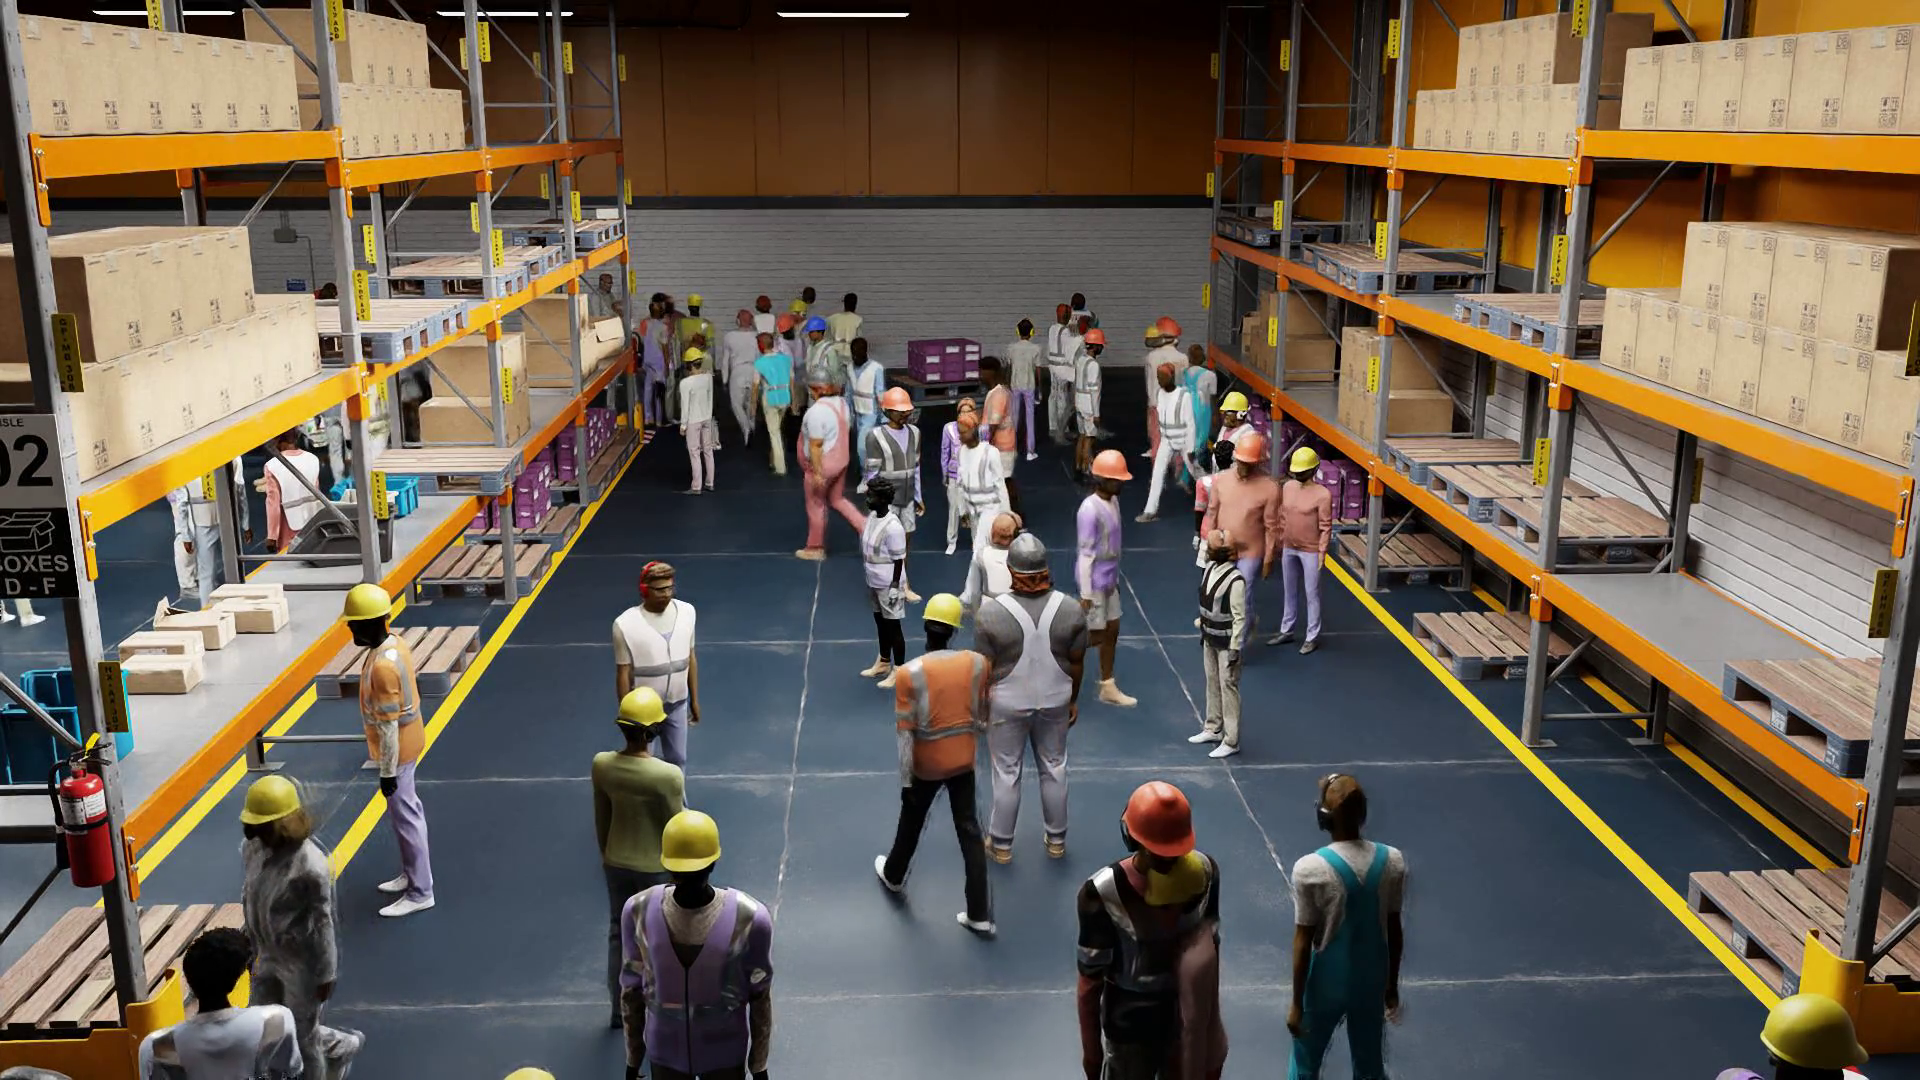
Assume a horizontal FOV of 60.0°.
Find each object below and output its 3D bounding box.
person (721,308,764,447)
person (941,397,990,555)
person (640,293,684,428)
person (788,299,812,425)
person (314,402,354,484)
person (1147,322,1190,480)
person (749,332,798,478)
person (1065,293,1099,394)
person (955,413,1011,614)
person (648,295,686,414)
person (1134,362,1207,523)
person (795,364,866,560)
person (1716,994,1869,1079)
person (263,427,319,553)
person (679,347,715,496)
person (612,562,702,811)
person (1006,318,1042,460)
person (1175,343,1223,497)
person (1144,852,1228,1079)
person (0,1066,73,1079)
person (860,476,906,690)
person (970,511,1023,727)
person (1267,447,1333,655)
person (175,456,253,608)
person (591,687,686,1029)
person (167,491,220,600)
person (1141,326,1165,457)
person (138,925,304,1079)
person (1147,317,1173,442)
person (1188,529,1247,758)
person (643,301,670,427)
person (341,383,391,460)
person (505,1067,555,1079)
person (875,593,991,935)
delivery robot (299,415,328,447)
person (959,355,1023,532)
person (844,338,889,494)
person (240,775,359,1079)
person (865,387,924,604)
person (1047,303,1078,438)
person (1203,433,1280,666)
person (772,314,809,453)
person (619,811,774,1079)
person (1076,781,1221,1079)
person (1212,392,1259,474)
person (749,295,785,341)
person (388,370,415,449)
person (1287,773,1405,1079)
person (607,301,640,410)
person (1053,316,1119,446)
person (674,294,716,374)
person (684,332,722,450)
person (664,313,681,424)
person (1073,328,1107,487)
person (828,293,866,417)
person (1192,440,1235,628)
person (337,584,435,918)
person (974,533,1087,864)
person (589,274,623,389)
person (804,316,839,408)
[{"bbox_3d":[-2.925,-2.207,22.684,0.657,1.887,0.753,-7,16,-25],"label":"person"},{"bbox_3d":[0.056,-0.653,17.090,0.512,1.637,0.307,0,14,0],"label":"person"},{"bbox_3d":[-4.253,-2.601,24.132,0.640,1.936,0.814,-11,18,-36],"label":"person"},{"bbox_3d":[-2.357,-2.608,24.370,0.404,1.833,0.587,-13,19,-42],"label":"person"},{"bbox_3d":[-7.354,-1.476,19.765,0.645,1.909,0.825,-3,15,-12],"label":"person"},{"bbox_3d":[2.623,-1.718,20.601,0.628,1.965,0.740,10,17,33],"label":"person"},{"bbox_3d":[-2.382,-1.689,20.803,0.700,1.810,0.596,13,19,42],"label":"person"},{"bbox_3d":[1.774,-2.807,25.135,0.627,1.844,0.429,-5,15,-19],"label":"person"},{"bbox_3d":[0.137,-0.250,15.130,0.905,1.829,0.600,-10,17,-34],"label":"person"},{"bbox_3d":[-4.402,-2.780,25.059,0.685,1.834,0.435,-5,15,-20],"label":"person"},{"bbox_3d":[2.479,-1.120,18.626,1.139,1.806,0.600,-11,18,-37],"label":"person"},{"bbox_3d":[-1.280,-0.785,16.798,0.784,2.000,0.696,7,16,25],"label":"person"},{"bbox_3d":[2.470,2.263,5.063,0.363,1.928,0.587,-3,15,-10],"label":"person"},{"bbox_3d":[-5.765,-0.111,14.435,0.416,1.907,0.592,5,15,18],"label":"person"},{"bbox_3d":[-3.142,-1.408,19.796,0.313,1.769,0.525,9,17,32],"label":"person"},{"bbox_3d":[-1.858,1.009,10.182,0.562,1.836,0.388,-13,19,-42],"label":"person"},{"bbox_3d":[0.836,-1.974,21.841,0.502,1.861,0.328,3,15,11],"label":"person"},{"bbox_3d":[2.807,-1.430,19.842,0.559,1.808,0.905,12,19,39],"label":"person"},{"bbox_3d":[0.858,1.990,6.496,0.390,1.748,0.566,0,14,-1],"label":"person"},{"bbox_3d":[-2.425,2.347,4.506,0.539,2.000,0.688,0,14,0],"label":"person"},{"bbox_3d":[-0.604,0.330,13.108,0.317,1.695,0.540,-7,16,-26],"label":"person"},{"bbox_3d":[0.330,0.602,12.158,0.523,1.638,0.310,5,15,18],"label":"person"},{"bbox_3d":[2.864,0.081,13.961,0.323,1.764,0.524,-12,19,-39],"label":"person"},{"bbox_3d":[-6.463,-0.113,14.435,0.592,1.909,0.404,-14,20,-43],"label":"person"},{"bbox_3d":[-1.541,1.568,8.130,0.529,1.759,0.342,6,16,23],"label":"person"},{"bbox_3d":[-7.211,-0.422,15.564,0.406,1.942,0.614,-2,14,-9],"label":"person"},{"bbox_3d":[2.571,-1.969,22.065,0.335,1.737,0.487,5,15,19],"label":"person"},{"bbox_3d":[-2.623,2.163,5.974,0.541,1.664,0.639,-7,16,-24],"label":"person"},{"bbox_3d":[2.793,-2.222,23.031,0.337,1.743,0.563,8,17,30],"label":"person"},{"bbox_3d":[1.836,0.718,11.707,0.309,1.636,0.522,-5,15,-18],"label":"person"},{"bbox_3d":[-4.417,-2.558,24.185,0.501,1.838,0.356,9,17,31],"label":"person"},{"bbox_3d":[-6.755,-1.233,19.065,0.630,1.798,0.935,0,14,0],"label":"person"},{"bbox_3d":[-1.320,2.353,5.156,0.525,1.688,0.921,-2,14,-8],"label":"person"},{"bbox_3d":[-0.117,1.219,9.308,0.593,1.853,1.000,-7,16,-26],"label":"person"},{"bbox_3d":[-8.697,-1.519,22.457,0.477,0.478,0.707,-8,16,-30],"label":"delivery robot"},{"bbox_3d":[0.302,-1.023,17.951,0.837,1.930,0.631,-2,14,-8],"label":"person"},{"bbox_3d":[-1.133,-1.486,19.872,0.620,1.876,0.738,-12,19,-40],"label":"person"},{"bbox_3d":[-2.876,1.802,7.258,0.498,1.725,0.500,7,16,27],"label":"person"},{"bbox_3d":[-0.572,-0.388,15.240,0.605,2.044,0.374,-12,19,-40],"label":"person"},{"bbox_3d":[1.425,-2.370,23.328,0.356,1.887,0.572,-7,16,-26],"label":"person"},{"bbox_3d":[2.312,0.073,13.549,0.647,1.981,0.620,11,18,37],"label":"person"},{"bbox_3d":[-2.239,-2.095,22.245,0.602,1.888,0.499,-7,16,-25],"label":"person"},{"bbox_3d":[-1.000,1.935,6.345,0.588,1.930,0.358,1,14,3],"label":"person"},{"bbox_3d":[0.745,1.870,6.418,0.608,2.029,0.407,-7,16,-24],"label":"person"},{"bbox_3d":[2.660,-0.538,16.246,0.403,1.834,0.588,-6,15,-22],"label":"person"},{"bbox_3d":[-2.883,-2.716,24.742,0.578,1.857,0.620,-2,14,-9],"label":"person"},{"bbox_3d":[-7.716,-2.215,22.630,0.691,1.923,0.607,8,16,28],"label":"person"},{"bbox_3d":[1.576,1.844,6.981,0.540,1.806,0.748,-3,15,-13],"label":"person"},{"bbox_3d":[-5.014,-2.621,24.520,0.504,1.800,0.964,4,15,16],"label":"person"},{"bbox_3d":[1.713,-2.165,22.727,0.948,1.784,0.567,-1,14,-4],"label":"person"},{"bbox_3d":[-3.843,-2.610,24.200,0.593,1.923,0.389,1,14,3],"label":"person"},{"bbox_3d":[-3.492,-2.002,22.435,0.603,1.619,0.352,12,19,40],"label":"person"},{"bbox_3d":[-4.293,-2.516,24.421,0.323,1.630,0.520,-12,18,-38],"label":"person"},{"bbox_3d":[1.601,-1.614,20.289,0.389,1.929,0.548,-4,15,-15],"label":"person"},{"bbox_3d":[-1.710,-2.722,24.726,0.599,1.891,0.522,7,16,26],"label":"person"},{"bbox_3d":[2.296,-0.036,14.560,0.536,1.693,0.319,-3,15,-12],"label":"person"},{"bbox_3d":[-3.226,1.172,9.380,0.407,1.917,0.583,-5,15,-18],"label":"person"},{"bbox_3d":[0.390,0.941,10.024,0.683,2.000,0.537,-3,15,-12],"label":"person"},{"bbox_3d":[-5.851,-3.464,27.599,0.409,1.903,0.638,4,15,14],"label":"person"},{"bbox_3d":[-1.803,-1.906,21.384,0.405,1.946,0.612,-13,19,-41],"label":"person"}]
